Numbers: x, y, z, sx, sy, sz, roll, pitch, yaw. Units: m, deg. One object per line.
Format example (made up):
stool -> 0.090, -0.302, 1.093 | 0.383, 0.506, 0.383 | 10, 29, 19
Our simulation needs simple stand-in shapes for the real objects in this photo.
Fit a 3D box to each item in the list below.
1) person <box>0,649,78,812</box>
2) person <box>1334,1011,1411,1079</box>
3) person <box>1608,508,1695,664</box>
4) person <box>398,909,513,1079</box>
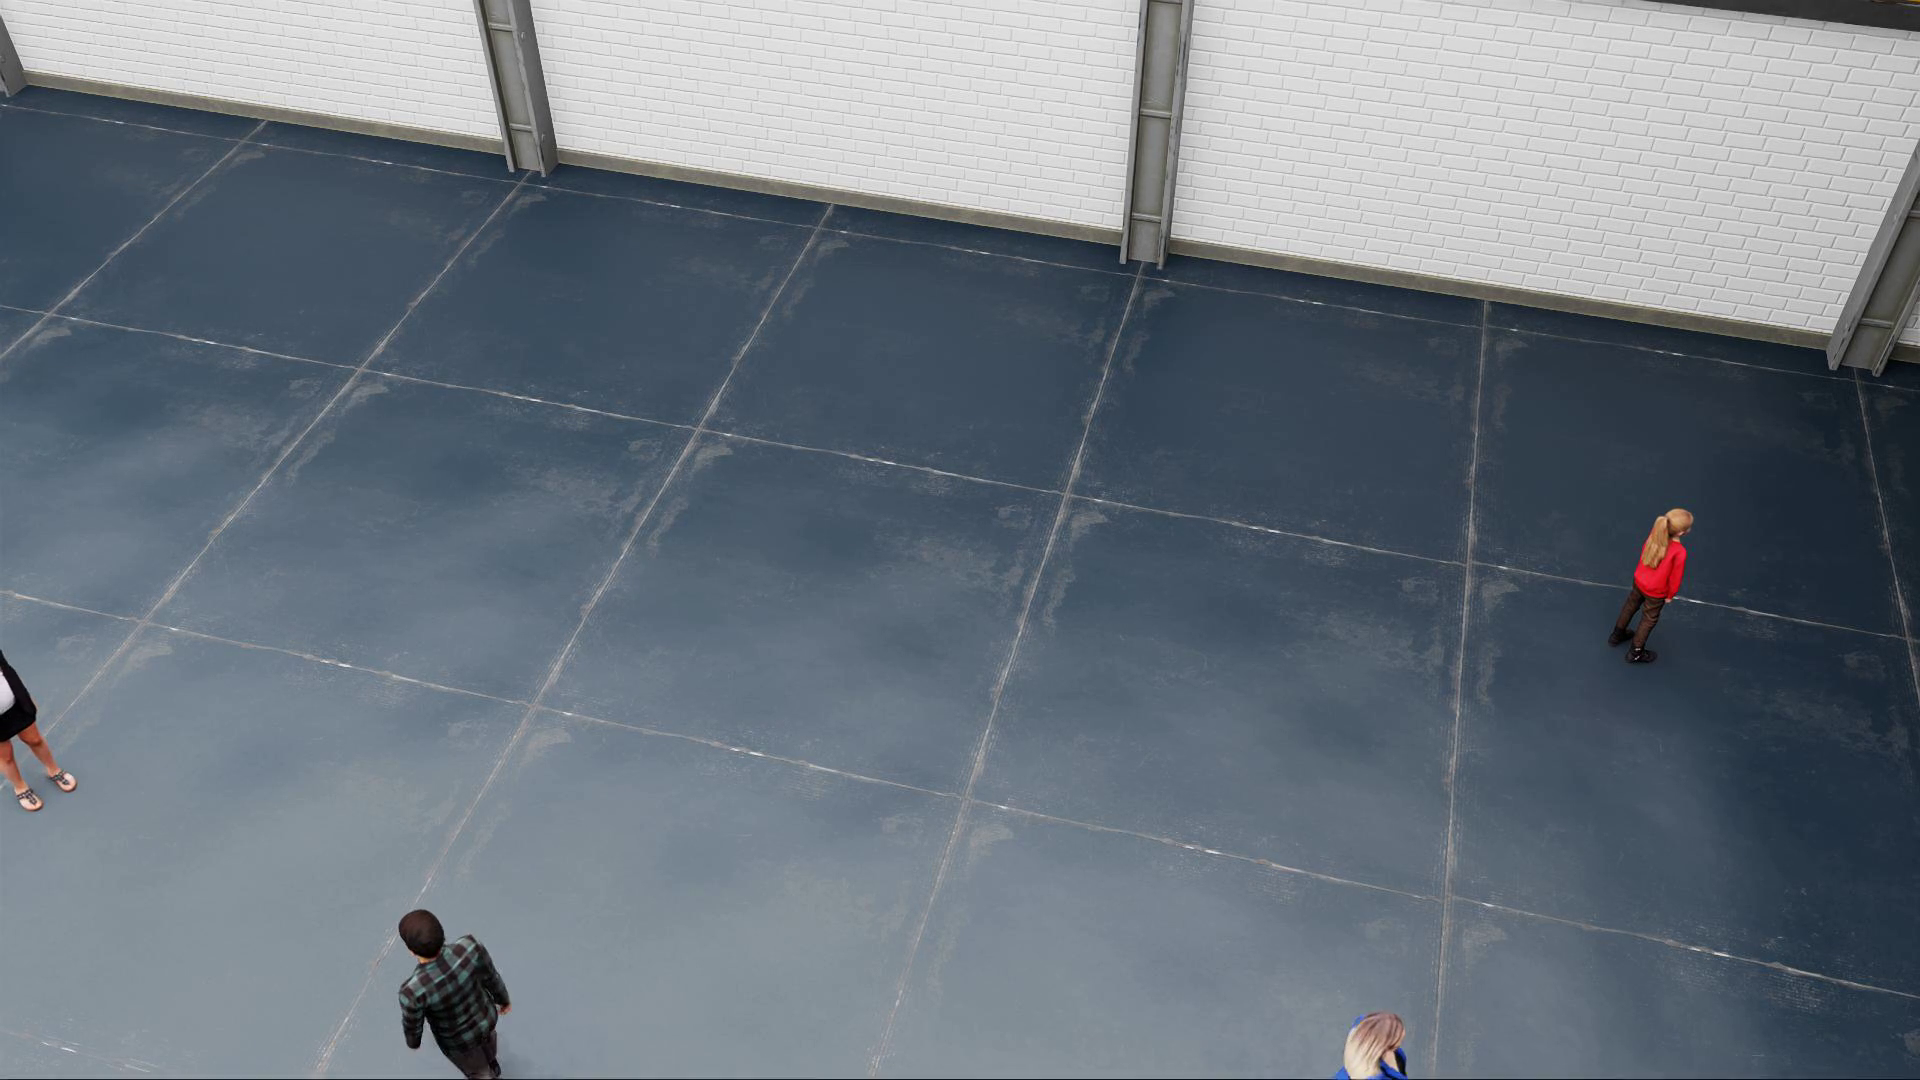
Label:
person -> -5.876, 1.017, 10.129 | 0.674, 1.557, 0.642 | 31, 52, 29
person -> 1.880, 2.792, 8.173 | 1.016, 1.684, 0.773 | 1, 44, 1
person -> 4.628, 0.284, 11.099 | 0.623, 1.281, 0.578 | -16, 46, -16
person -> -2.464, 2.448, 8.416 | 0.916, 1.702, 0.857 | 28, 50, 26
